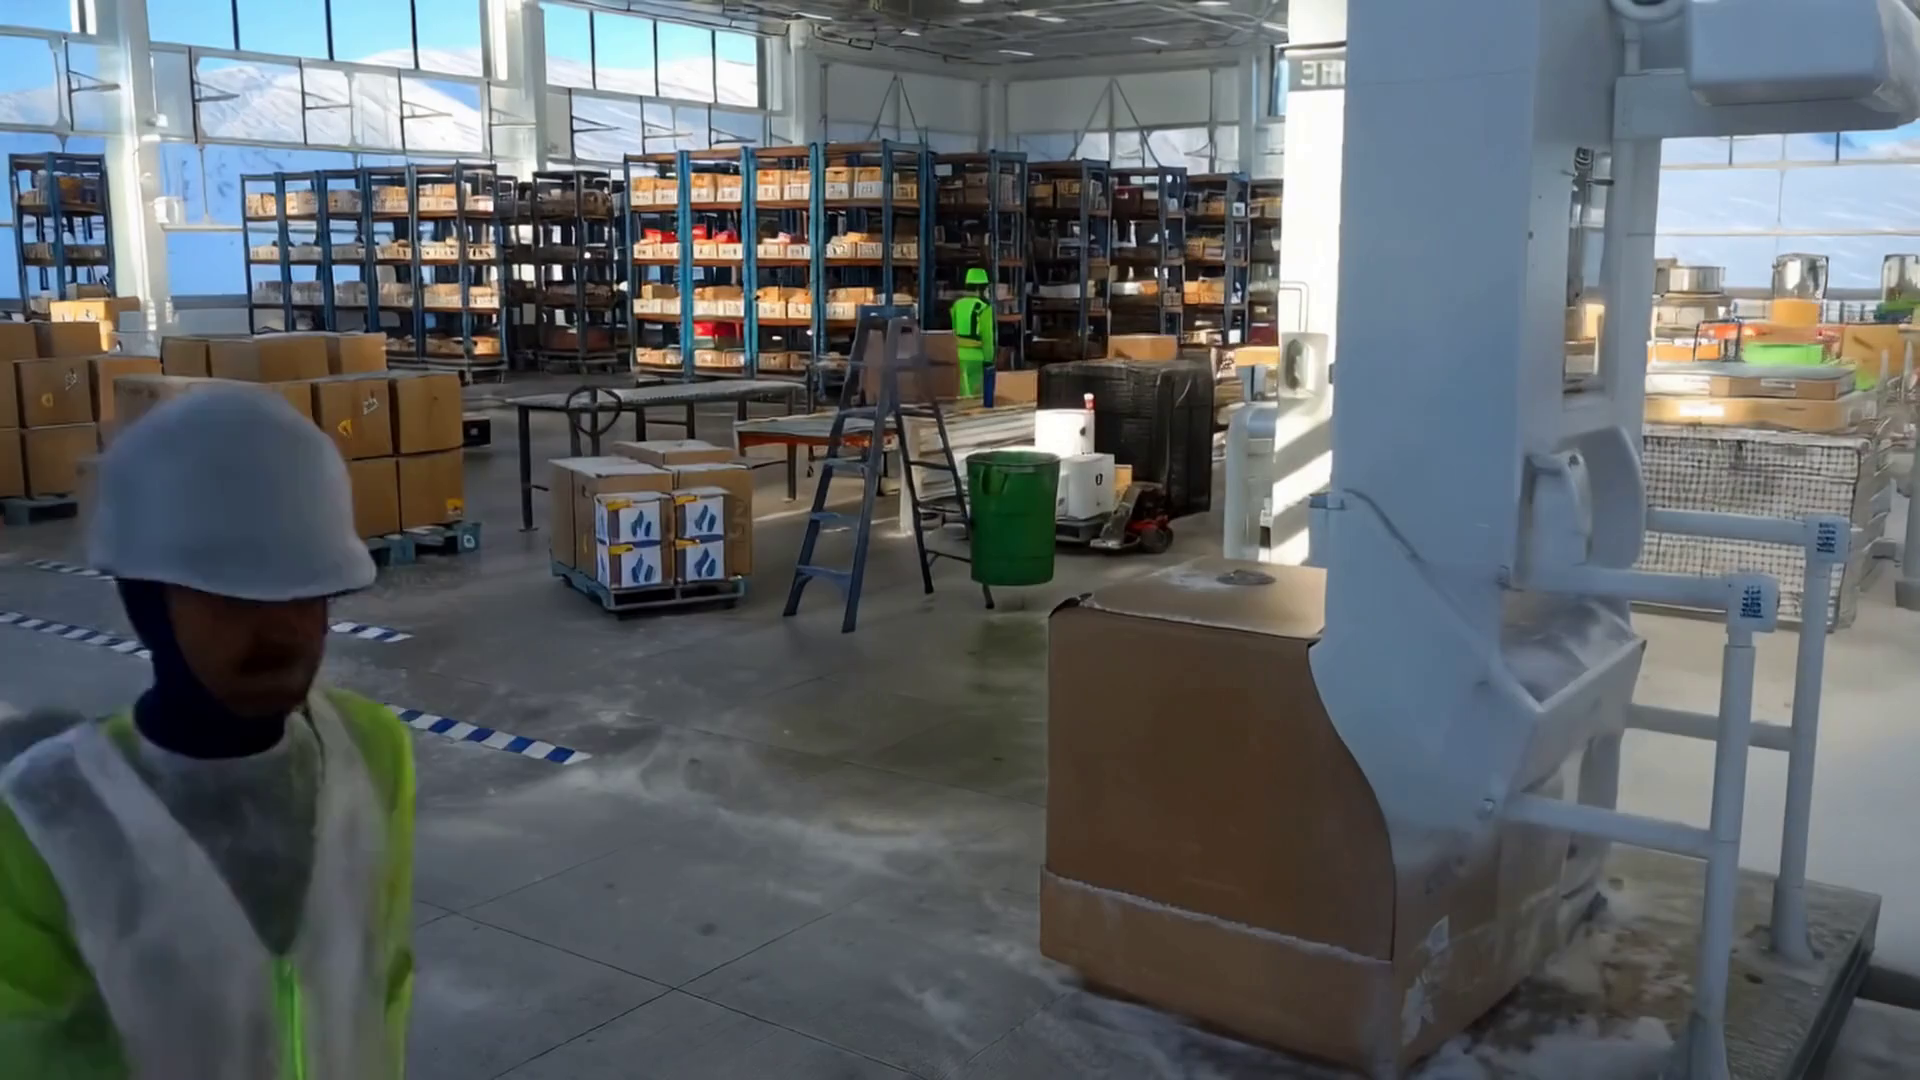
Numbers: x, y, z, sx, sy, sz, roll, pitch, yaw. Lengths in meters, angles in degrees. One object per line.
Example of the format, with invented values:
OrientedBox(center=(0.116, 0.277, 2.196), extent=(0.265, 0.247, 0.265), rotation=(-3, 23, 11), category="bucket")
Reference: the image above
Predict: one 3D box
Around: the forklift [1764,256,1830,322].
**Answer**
OrientedBox(center=(20.253, -5.854, 40.139), extent=(1.157, 1.987, 2.680), rotation=(7, 12, 35), category="forklift")

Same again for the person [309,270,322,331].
OrientedBox(center=(-12.110, -4.191, 31.585), extent=(0.570, 1.842, 0.383), rotation=(4, 10, 21), category="person")

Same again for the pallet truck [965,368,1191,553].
OrientedBox(center=(0.845, -0.609, 11.869), extent=(1.630, 1.274, 0.653), rotation=(7, 12, 35), category="pallet truck")

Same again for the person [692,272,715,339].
OrientedBox(center=(-4.611, -3.820, 29.406), extent=(0.588, 1.833, 0.404), rotation=(-3, 10, -18), category="person")

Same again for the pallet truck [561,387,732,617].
OrientedBox(center=(-1.981, -0.274, 10.088), extent=(0.680, 1.201, 1.601), rotation=(-5, 11, -28), category="pallet truck")

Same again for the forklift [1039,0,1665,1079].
OrientedBox(center=(1.249, -0.137, 4.360), extent=(1.873, 2.768, 1.129), rotation=(7, 12, 35), category="forklift")

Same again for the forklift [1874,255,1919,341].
OrientedBox(center=(22.089, -5.634, 38.796), extent=(1.157, 1.987, 2.680), rotation=(6, 11, 33), category="forklift")

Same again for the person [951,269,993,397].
OrientedBox(center=(0.154, -2.019, 18.387), extent=(0.416, 1.940, 0.601), rotation=(-8, 13, -41), category="person")

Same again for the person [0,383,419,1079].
OrientedBox(center=(-0.683, 0.796, 1.713), extent=(0.948, 1.891, 0.548), rotation=(7, 12, 36), category="person")
